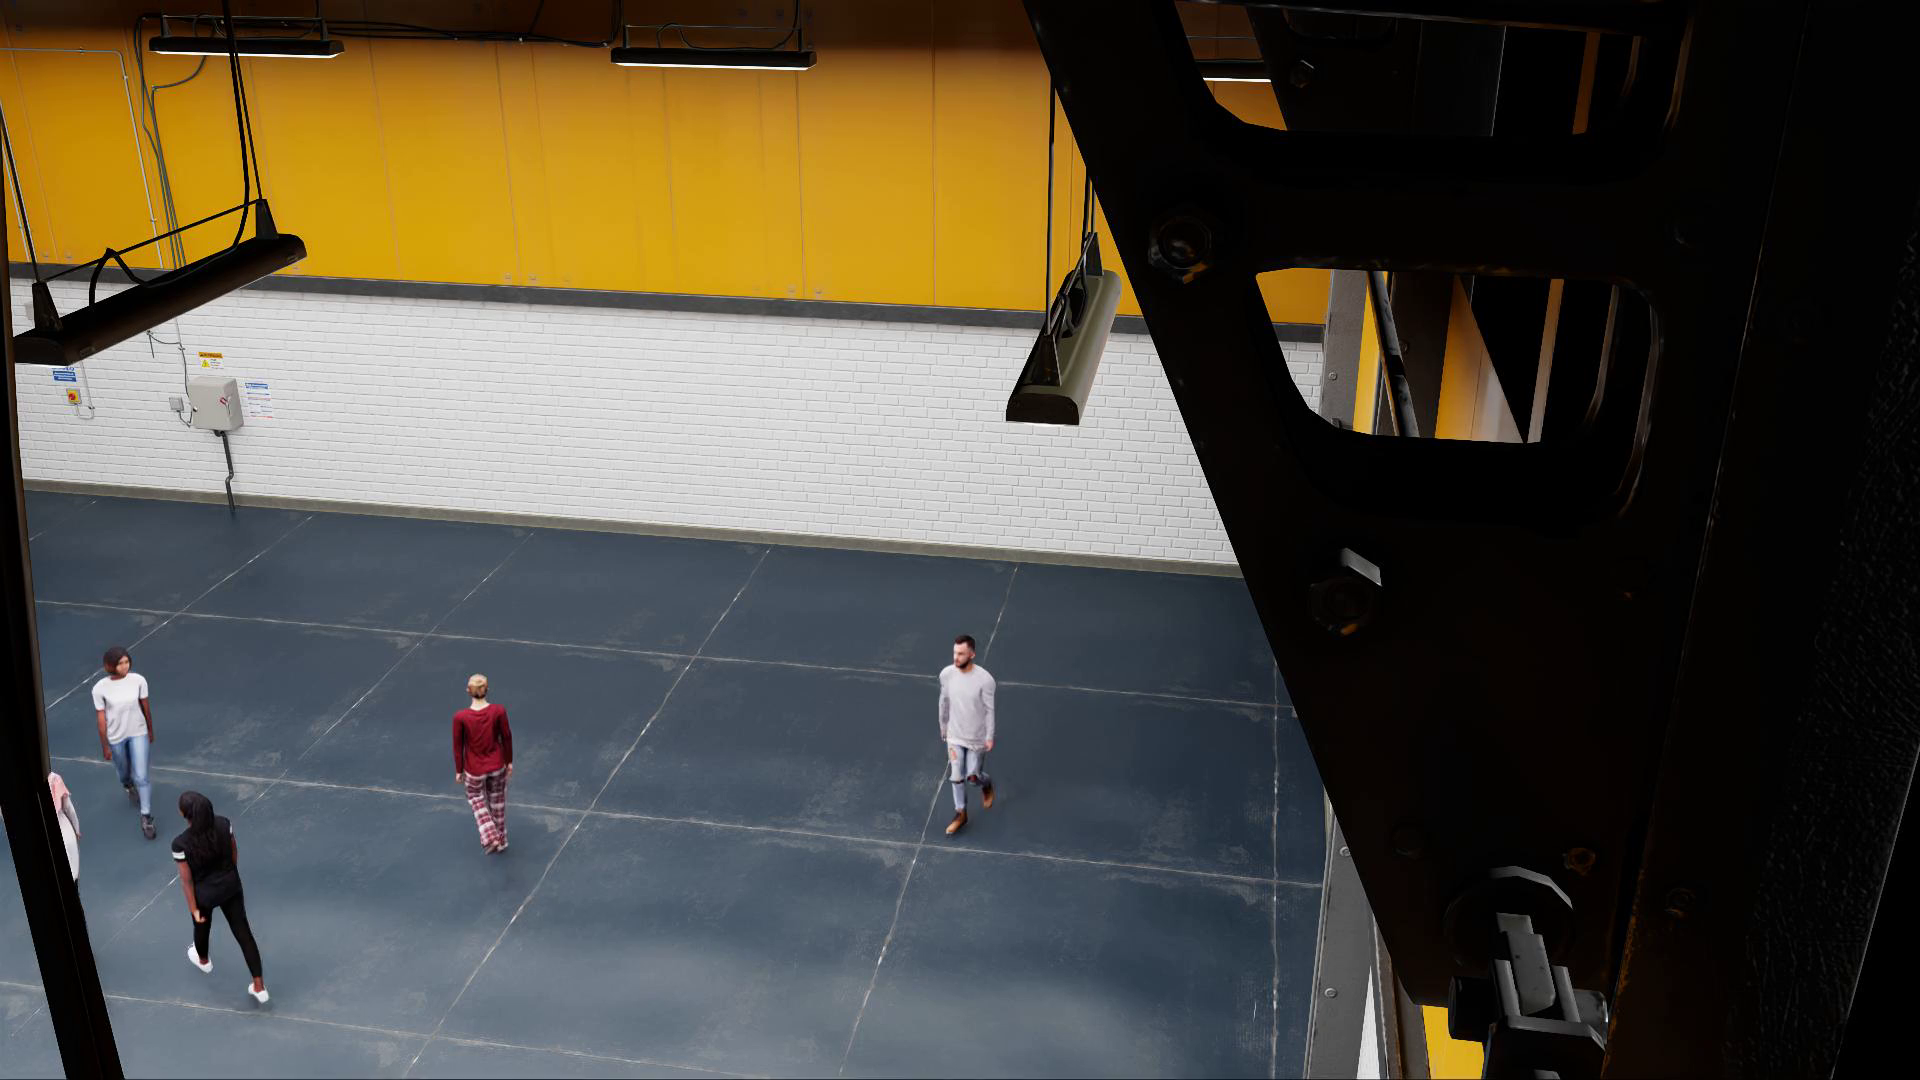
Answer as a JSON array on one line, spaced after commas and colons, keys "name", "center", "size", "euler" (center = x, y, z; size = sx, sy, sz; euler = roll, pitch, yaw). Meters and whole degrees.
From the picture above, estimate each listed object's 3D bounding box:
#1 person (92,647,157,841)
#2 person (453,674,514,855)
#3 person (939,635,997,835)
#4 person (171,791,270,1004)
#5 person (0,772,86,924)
[{"name": "person", "center": [-7.164, 1.680, 14.265], "size": [1.063, 1.693, 1.132], "euler": [-14, 27, -29]}, {"name": "person", "center": [-3.925, 1.900, 13.772], "size": [0.802, 1.686, 0.859], "euler": [-10, 26, -23]}, {"name": "person", "center": [0.097, 1.625, 14.230], "size": [0.834, 1.823, 0.956], "euler": [12, 26, 25]}, {"name": "person", "center": [-5.369, 2.620, 12.130], "size": [1.120, 1.681, 1.198], "euler": [21, 31, 39]}, {"name": "person", "center": [-6.835, 2.398, 12.553], "size": [1.170, 1.749, 1.243], "euler": [-15, 28, -31]}]
